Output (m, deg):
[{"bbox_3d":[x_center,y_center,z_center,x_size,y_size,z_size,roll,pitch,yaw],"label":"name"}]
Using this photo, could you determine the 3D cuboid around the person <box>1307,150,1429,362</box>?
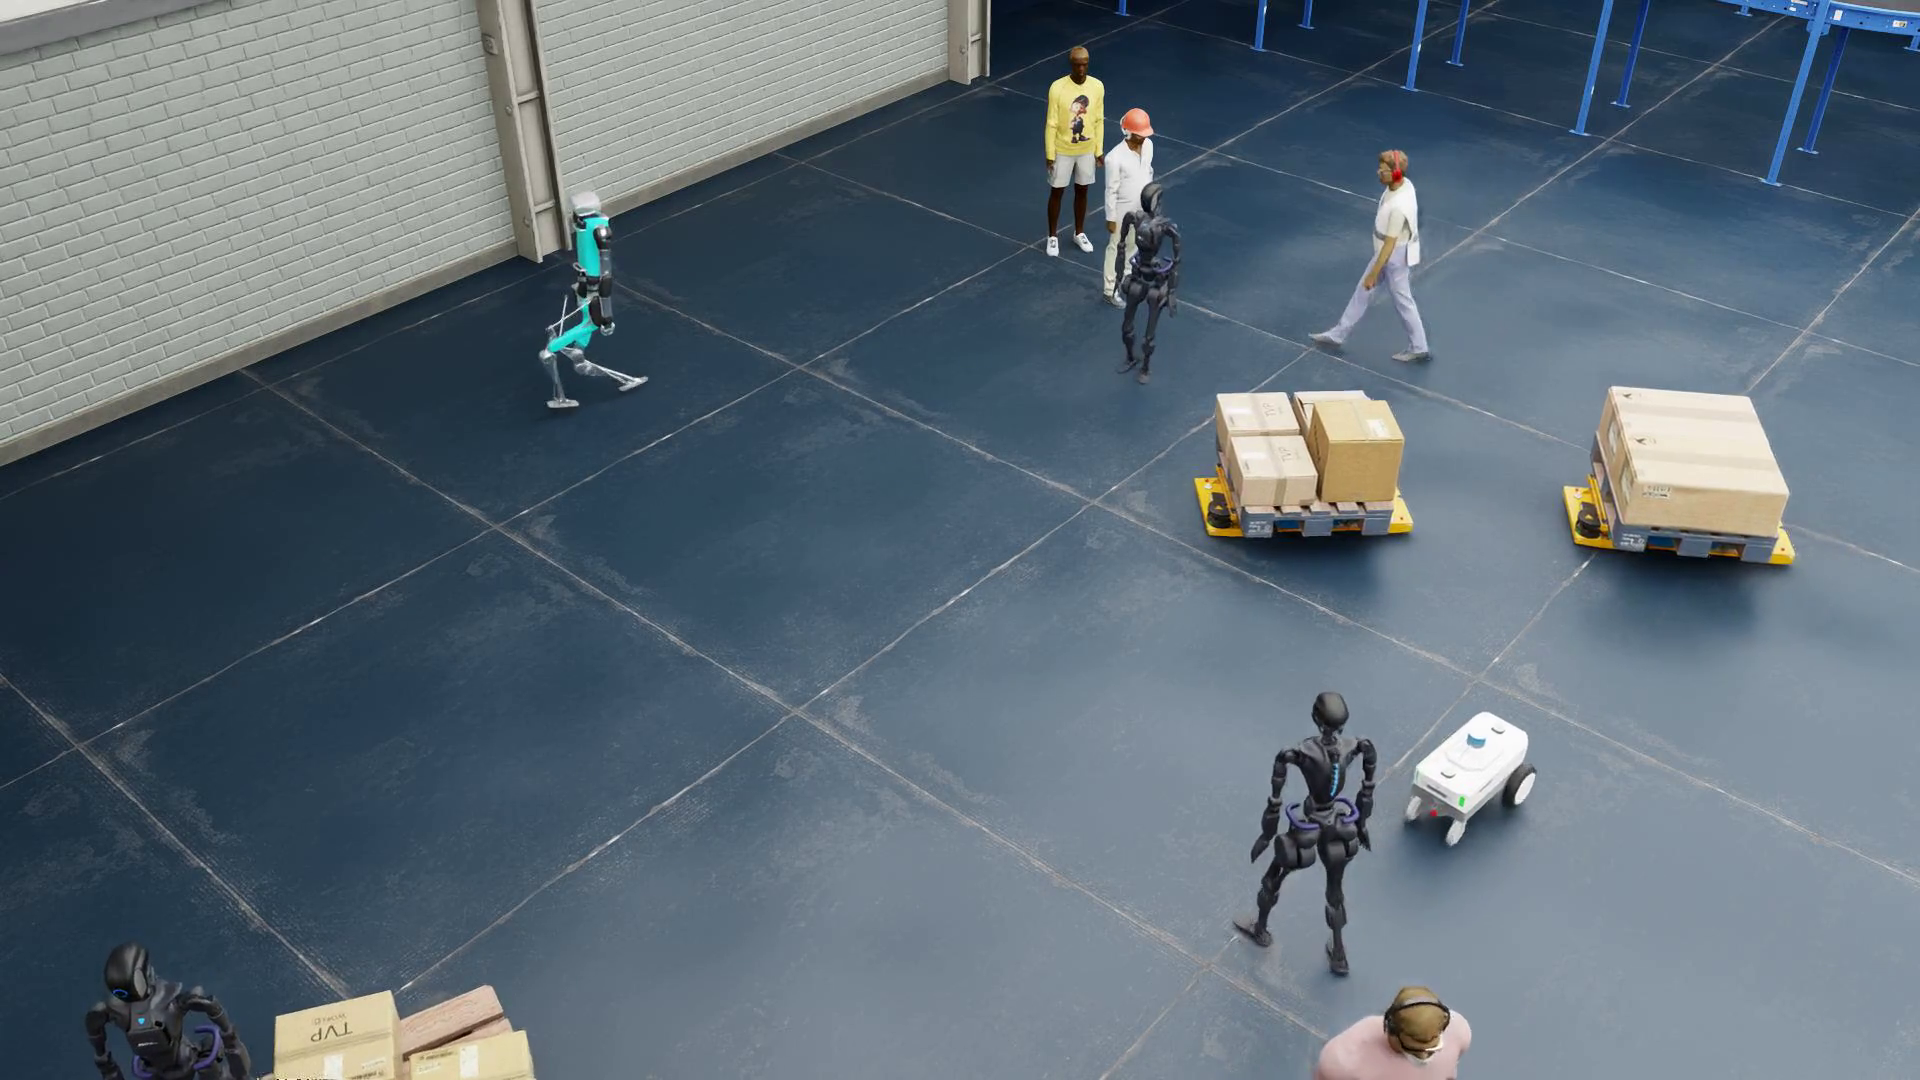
[{"bbox_3d":[3.394,-2.239,13.225,0.997,1.782,0.580,4,36,5],"label":"person"}]

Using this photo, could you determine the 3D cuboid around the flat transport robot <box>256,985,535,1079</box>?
[{"bbox_3d":[-2.472,2.794,7.464,0.659,0.231,1.431,-19,40,-24],"label":"flat transport robot"}]

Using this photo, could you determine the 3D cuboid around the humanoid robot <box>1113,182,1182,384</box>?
[{"bbox_3d":[1.469,-2.012,13.005,0.590,1.654,0.325,21,41,27],"label":"humanoid robot"}]

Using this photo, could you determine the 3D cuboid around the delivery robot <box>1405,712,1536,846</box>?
[{"bbox_3d":[2.849,1.295,9.313,0.767,0.583,0.499,-29,45,-34],"label":"delivery robot"}]

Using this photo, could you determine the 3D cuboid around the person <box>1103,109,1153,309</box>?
[{"bbox_3d":[1.442,-2.812,14.064,0.351,1.743,0.566,28,44,33],"label":"person"}]

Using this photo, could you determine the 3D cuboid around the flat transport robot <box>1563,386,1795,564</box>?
[{"bbox_3d":[4.998,-0.148,11.595,1.431,0.231,0.659,5,36,8],"label":"flat transport robot"}]

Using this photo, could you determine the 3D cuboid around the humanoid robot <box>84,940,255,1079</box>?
[{"bbox_3d":[-3.233,2.291,6.953,0.608,1.656,0.351,-7,36,-10],"label":"humanoid robot"}]

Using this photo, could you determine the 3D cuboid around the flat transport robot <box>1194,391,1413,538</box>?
[{"bbox_3d":[2.425,-0.291,11.797,1.431,0.231,0.659,-1,35,-2],"label":"flat transport robot"}]

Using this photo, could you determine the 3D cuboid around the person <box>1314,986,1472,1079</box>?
[{"bbox_3d":[1.620,2.304,6.750,0.659,1.909,0.691,-13,38,-18],"label":"person"}]

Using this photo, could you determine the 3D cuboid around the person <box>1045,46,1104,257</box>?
[{"bbox_3d":[1.017,-3.475,14.864,0.542,1.900,0.377,-8,36,-10],"label":"person"}]

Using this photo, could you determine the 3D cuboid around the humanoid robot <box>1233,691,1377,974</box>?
[{"bbox_3d":[1.757,1.432,8.185,0.616,1.635,0.542,-8,36,-10],"label":"humanoid robot"}]

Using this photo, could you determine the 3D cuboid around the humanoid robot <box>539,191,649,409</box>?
[{"bbox_3d":[-2.936,-1.741,12.596,1.046,1.741,0.555,-20,40,-26],"label":"humanoid robot"}]
